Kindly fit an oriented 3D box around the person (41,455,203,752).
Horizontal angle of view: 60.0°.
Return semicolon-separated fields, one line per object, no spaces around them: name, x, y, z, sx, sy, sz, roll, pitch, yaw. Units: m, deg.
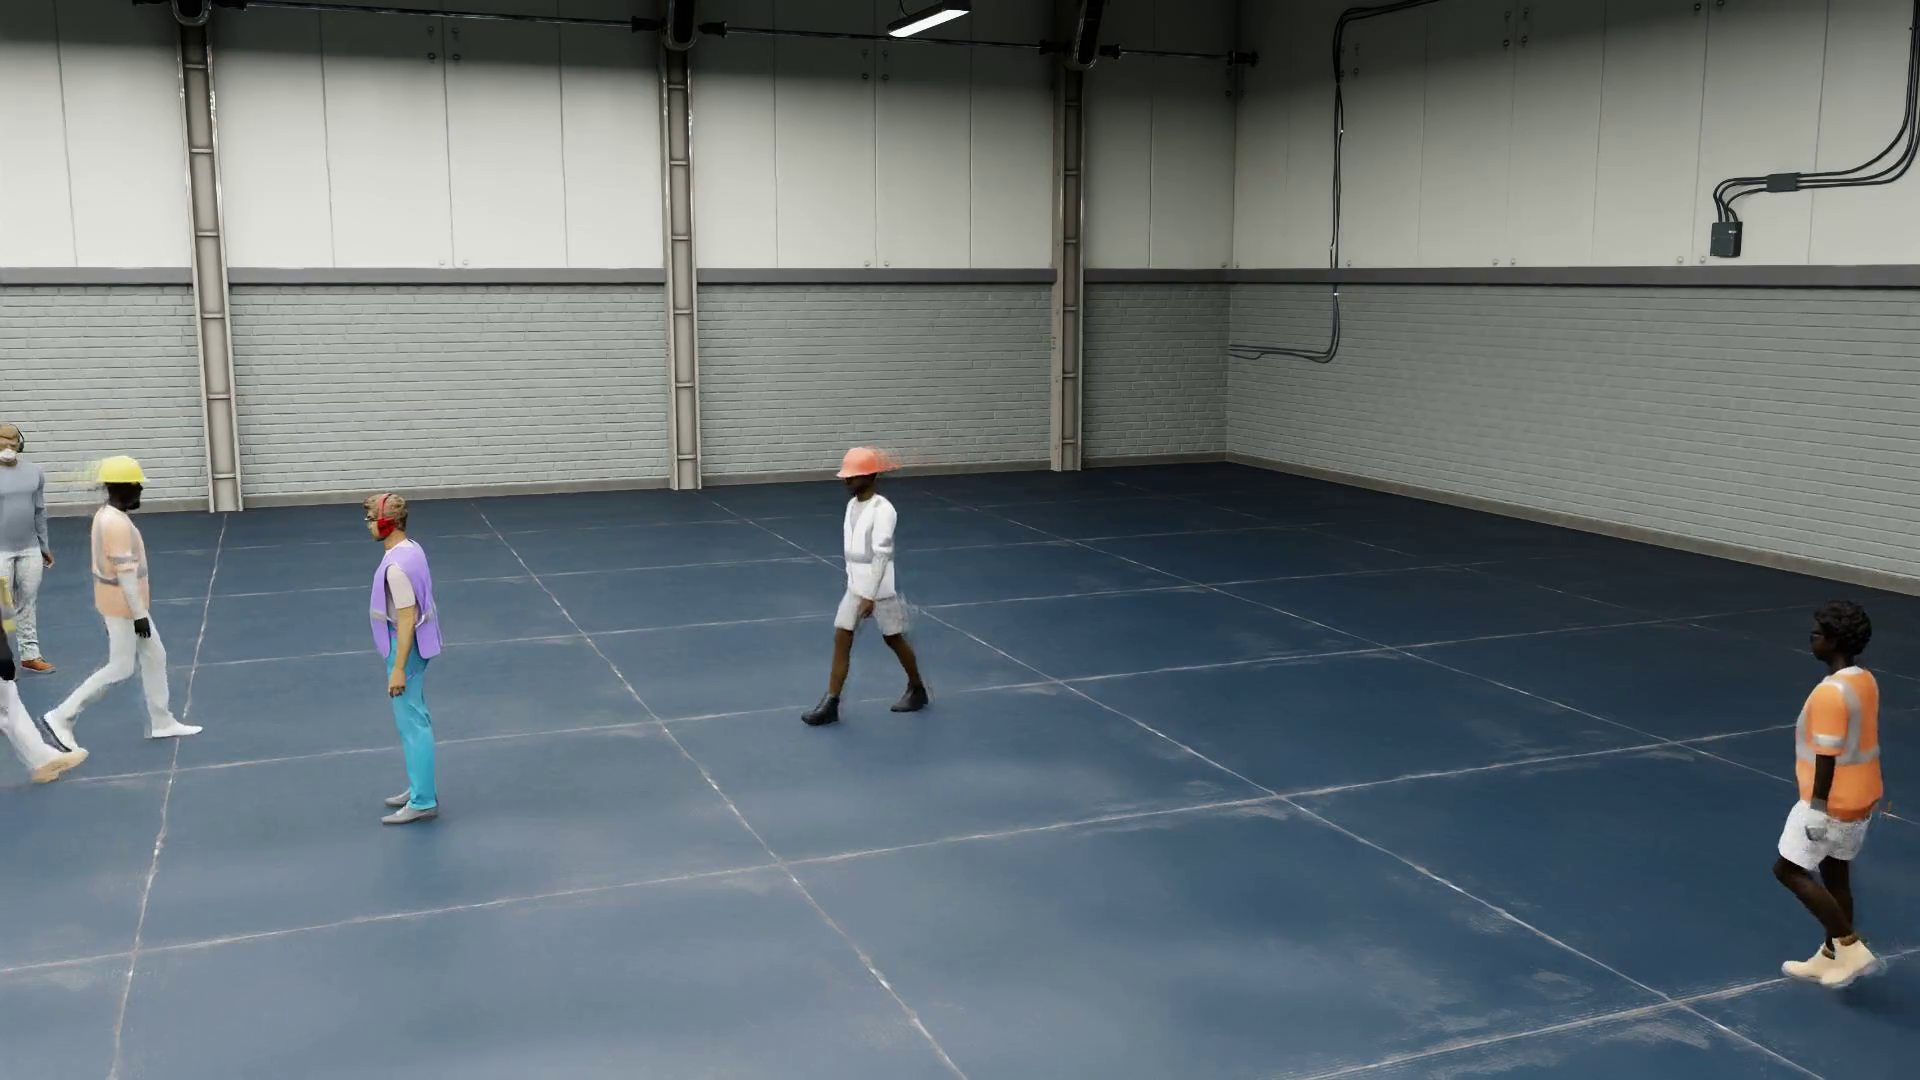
person;-5.424;0.403;10.648;0.850;1.897;0.588;-4;10;-25

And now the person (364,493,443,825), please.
person;-3.071;0.651;9.247;0.375;1.841;0.567;-2;9;-13

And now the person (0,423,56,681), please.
person;-7.136;0.085;12.516;0.372;1.935;0.627;5;10;26

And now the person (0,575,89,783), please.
person;-5.560;0.613;9.618;0.896;1.799;0.642;-6;11;-35

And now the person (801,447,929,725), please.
person;-0.608;0.304;11.335;1.008;1.890;0.538;-7;12;-39

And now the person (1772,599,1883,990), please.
person;3.667;1.084;6.997;0.367;1.682;0.550;9;13;44
